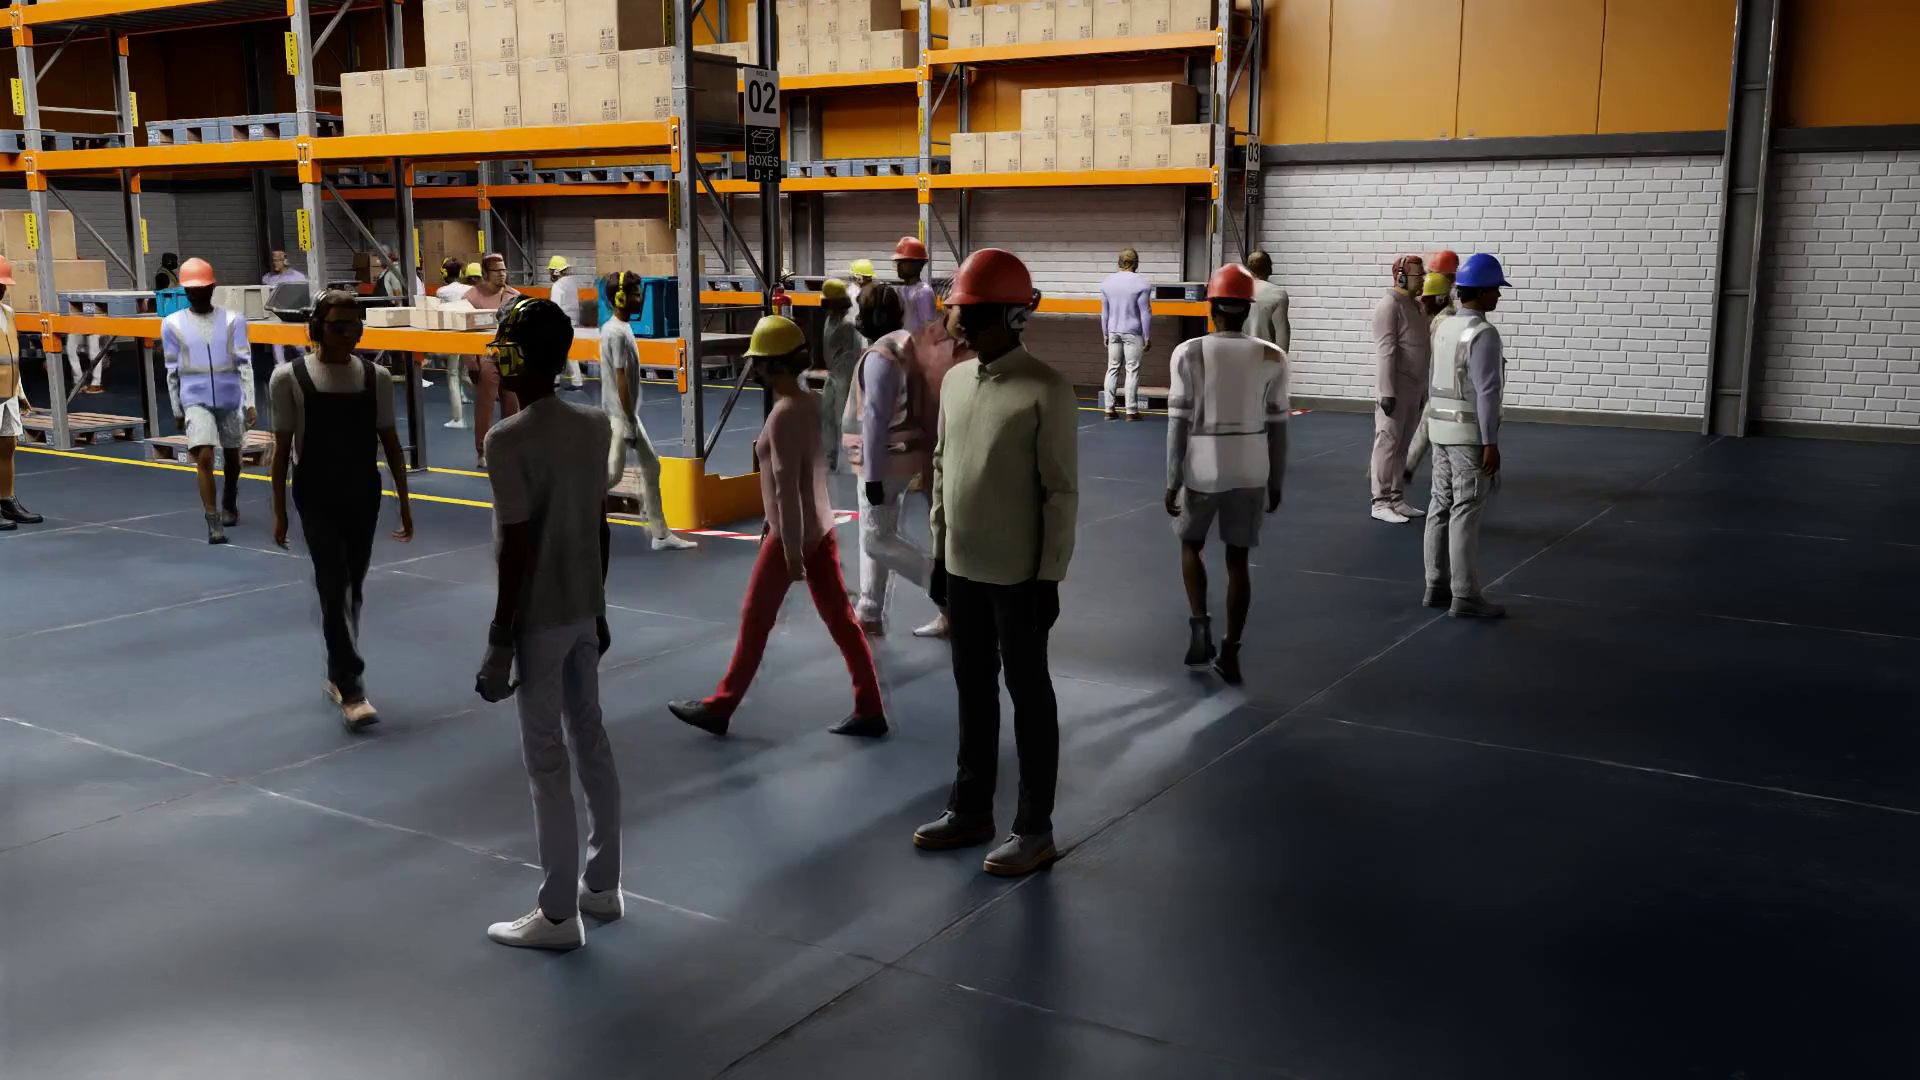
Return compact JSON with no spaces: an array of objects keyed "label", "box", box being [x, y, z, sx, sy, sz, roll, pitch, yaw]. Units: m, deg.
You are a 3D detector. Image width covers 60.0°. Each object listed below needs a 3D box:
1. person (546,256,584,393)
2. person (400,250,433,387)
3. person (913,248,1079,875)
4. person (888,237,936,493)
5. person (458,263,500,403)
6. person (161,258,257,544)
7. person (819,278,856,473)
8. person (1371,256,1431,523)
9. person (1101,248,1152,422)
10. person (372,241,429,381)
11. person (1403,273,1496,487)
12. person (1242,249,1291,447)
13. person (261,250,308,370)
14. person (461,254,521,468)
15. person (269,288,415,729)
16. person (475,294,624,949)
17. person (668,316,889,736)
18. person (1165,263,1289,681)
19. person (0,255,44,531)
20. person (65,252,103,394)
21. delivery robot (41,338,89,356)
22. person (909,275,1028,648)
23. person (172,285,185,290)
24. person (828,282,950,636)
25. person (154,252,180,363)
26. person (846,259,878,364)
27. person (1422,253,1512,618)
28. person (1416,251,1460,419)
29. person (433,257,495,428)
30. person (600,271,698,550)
[{"label":"person","box":[-5.362,-2.853,22.076,0.786,1.799,0.618,1,10,7]},{"label":"person","box":[-7.566,-3.084,23.053,0.391,1.920,0.587,-1,10,-7]},{"label":"person","box":[0.114,0.070,5.372,0.382,1.995,0.612,-9,14,-42]},{"label":"person","box":[-0.402,-1.405,13.405,0.373,2.043,0.615,-4,11,-21]},{"label":"person","box":[-5.943,-2.548,20.598,0.831,1.733,0.525,1,10,5]},{"label":"person","box":[-5.120,-0.967,11.359,0.543,1.912,0.899,-6,12,-29]},{"label":"person","box":[-0.944,-1.400,14.322,0.640,1.719,0.519,-4,11,-23]},{"label":"person","box":[3.209,-1.088,12.028,0.406,1.911,0.639,7,12,34]},{"label":"person","box":[1.863,-2.291,18.635,0.627,1.932,0.361,7,13,35]},{"label":"person","box":[-8.099,-3.307,23.955,0.698,2.000,0.722,-6,12,-29]},{"label":"person","box":[3.993,-1.304,13.664,0.953,1.759,0.594,2,10,11]},{"label":"person","box":[2.610,-1.572,14.623,0.629,1.940,0.372,8,13,36]},{"label":"person","box":[-9.540,-3.158,23.566,0.644,1.885,0.746,-1,10,-3]},{"label":"person","box":[-4.119,-1.587,14.830,0.398,1.899,0.635,8,13,39]},{"label":"person","box":[-2.550,-0.131,6.966,0.531,1.813,0.850,-9,13,-40]},{"label":"person","box":[-1.188,0.242,4.762,0.328,1.873,0.520,4,11,23]},{"label":"person","box":[-0.719,-0.032,6.706,0.922,1.722,0.542,2,11,13]},{"label":"person","box":[1.222,-0.307,7.680,0.563,1.909,0.424,0,10,2]},{"label":"person","box":[-6.757,-1.037,11.691,0.374,1.928,0.543,1,10,7]},{"label":"person","box":[-11.546,-2.833,21.837,0.572,1.864,0.590,1,10,8]},{"label":"delivery robot","box":[-14.282,-3.086,26.591,0.707,0.478,0.477,-2,10,-11]},{"label":"person","box":[0.010,-0.395,8.275,0.727,1.880,0.479,4,11,20]},{"label":"person","box":[-10.607,-2.963,23.001,0.540,1.695,0.317,-8,13,-37]},{"label":"person","box":[-0.309,-0.374,8.325,0.722,1.822,0.631,2,10,12]},{"label":"person","box":[-13.085,-3.842,27.524,0.460,1.819,0.639,-3,11,-14]},{"label":"person","box":[-1.030,-2.207,18.515,0.689,1.804,0.610,0,10,1]},{"label":"person","box":[2.738,-0.561,8.993,0.397,1.949,0.603,-2,10,-10]},{"label":"person","box":[4.026,-1.487,14.181,1.056,1.932,0.615,-1,10,-3]},{"label":"person","box":[-5.340,-2.108,17.864,0.553,1.849,0.556,7,12,32]},{"label":"person","box":[-2.216,-0.810,10.708,0.918,1.837,0.528,-2,10,-10]}]
